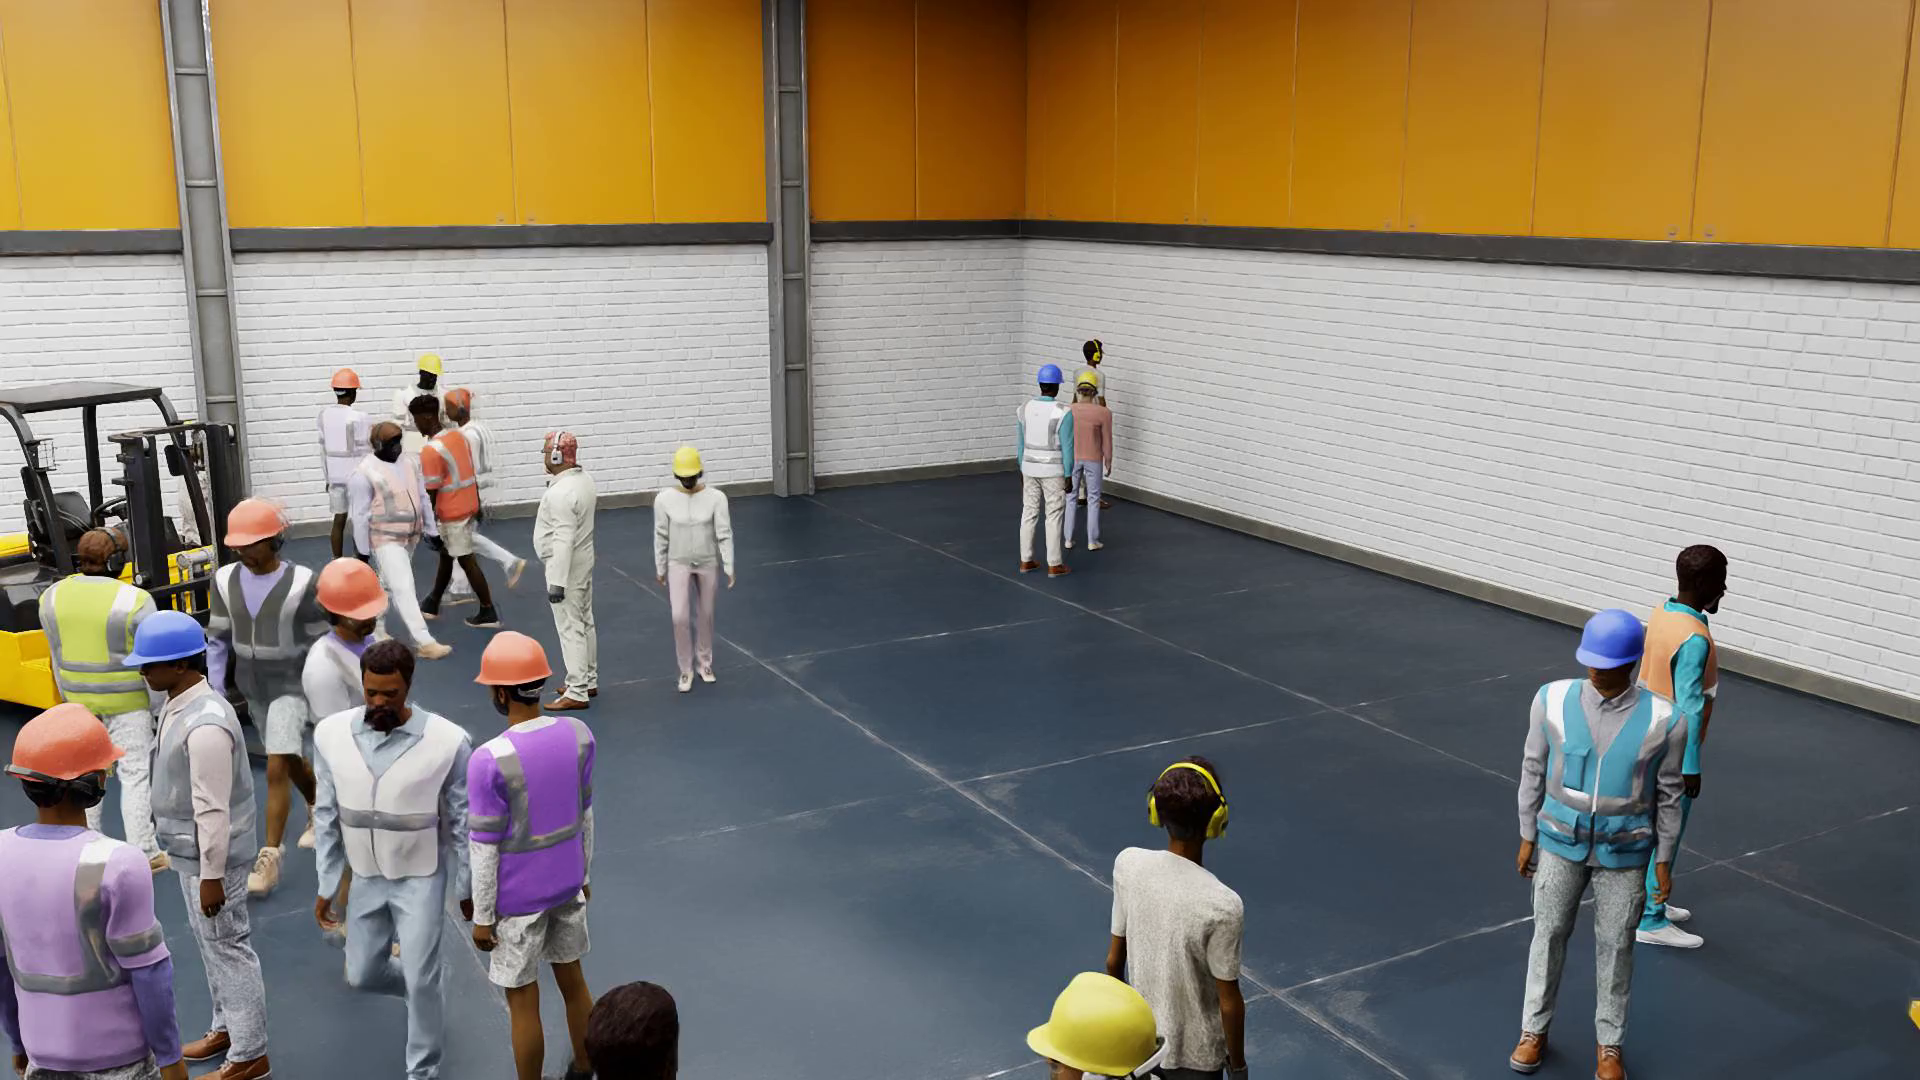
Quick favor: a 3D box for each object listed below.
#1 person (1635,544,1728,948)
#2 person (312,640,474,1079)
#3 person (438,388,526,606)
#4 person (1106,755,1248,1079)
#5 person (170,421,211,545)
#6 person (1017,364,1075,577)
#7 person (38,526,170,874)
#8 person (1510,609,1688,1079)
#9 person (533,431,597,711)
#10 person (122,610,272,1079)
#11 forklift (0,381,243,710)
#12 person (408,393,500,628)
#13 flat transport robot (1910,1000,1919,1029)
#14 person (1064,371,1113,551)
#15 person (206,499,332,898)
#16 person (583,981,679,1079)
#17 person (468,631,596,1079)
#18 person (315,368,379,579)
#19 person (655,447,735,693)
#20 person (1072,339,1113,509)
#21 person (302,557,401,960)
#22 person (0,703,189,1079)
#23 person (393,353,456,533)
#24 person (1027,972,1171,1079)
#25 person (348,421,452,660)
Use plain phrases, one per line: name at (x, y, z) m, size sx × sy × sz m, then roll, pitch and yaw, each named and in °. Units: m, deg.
person at (3.340, 0.953, 7.809) m, size 0.396 × 1.911 × 0.588 m, roll 2°, pitch 12°, yaw 10°
person at (-2.114, 1.259, 6.407) m, size 0.599 × 1.897 × 0.652 m, roll 1°, pitch 12°, yaw 6°
person at (-4.144, -0.382, 14.175) m, size 0.734 × 1.860 × 0.580 m, roll -4°, pitch 13°, yaw -20°
person at (0.678, 1.555, 5.069) m, size 0.315 × 1.873 × 0.532 m, roll -11°, pitch 16°, yaw -41°
person at (-5.907, -0.057, 12.928) m, size 0.493 × 1.743 × 0.300 m, roll 9°, pitch 15°, yaw 35°
person at (0.791, -0.635, 15.192) m, size 0.604 × 1.938 × 0.425 m, roll 9°, pitch 15°, yaw 36°
person at (-4.342, 0.832, 8.562) m, size 0.624 × 1.833 × 0.429 m, roll 2°, pitch 12°, yaw 8°
person at (2.503, 1.203, 6.559) m, size 0.602 × 1.941 × 0.402 m, roll 6°, pitch 13°, yaw 25°
person at (-2.684, 0.204, 11.322) m, size 0.409 × 1.907 × 0.651 m, roll 0°, pitch 12°, yaw 2°
person at (-2.975, 1.212, 6.528) m, size 0.417 × 1.939 × 0.610 m, roll -8°, pitch 14°, yaw -33°
forklift at (-5.853, 0.085, 11.199) m, size 2.313 × 2.155 × 1.214 m, roll 7°, pitch 14°, yaw 28°
person at (-4.165, -0.227, 13.337) m, size 0.955 × 1.906 × 0.664 m, roll 1°, pitch 12°, yaw 5°
flat transport robot at (4.281, 2.093, 6.326) m, size 0.652 × 0.197 × 1.431 m, roll 1°, pitch 12°, yaw 6°
person at (1.227, -0.770, 16.245) m, size 0.532 × 1.758 × 0.345 m, roll 3°, pitch 13°, yaw 15°
person at (-3.534, 0.758, 8.557) m, size 0.601 × 1.985 × 1.032 m, roll 3°, pitch 12°, yaw 12°
person at (-0.667, 1.853, 3.580) m, size 0.613 × 1.908 × 0.440 m, roll 3°, pitch 12°, yaw 13°
person at (-1.606, 1.284, 6.214) m, size 0.389 × 1.930 × 0.544 m, roll 9°, pitch 15°, yaw 35°
person at (-5.458, -0.570, 14.899) m, size 0.546 × 1.929 × 0.388 m, roll 5°, pitch 13°, yaw 21°
person at (-1.862, 0.201, 11.712) m, size 0.545 × 1.732 × 0.620 m, roll -3°, pitch 12°, yaw -13°
person at (1.467, -1.272, 18.352) m, size 0.395 × 1.869 × 0.545 m, roll -10°, pitch 15°, yaw -38°
person at (-2.556, 1.035, 7.184) m, size 0.415 × 2.007 × 0.611 m, roll 1°, pitch 12°, yaw 5°
person at (-2.604, 1.482, 5.005) m, size 0.605 × 2.045 × 0.378 m, roll 3°, pitch 12°, yaw 12°
person at (-5.327, -0.915, 16.570) m, size 0.638 × 1.903 × 0.497 m, roll -8°, pitch 14°, yaw -32°
person at (0.325, 1.847, 3.791) m, size 0.404 × 1.833 × 0.591 m, roll 3°, pitch 12°, yaw 12°
person at (-4.280, -0.015, 12.624) m, size 0.963 × 1.797 × 0.620 m, roll 5°, pitch 13°, yaw 21°
